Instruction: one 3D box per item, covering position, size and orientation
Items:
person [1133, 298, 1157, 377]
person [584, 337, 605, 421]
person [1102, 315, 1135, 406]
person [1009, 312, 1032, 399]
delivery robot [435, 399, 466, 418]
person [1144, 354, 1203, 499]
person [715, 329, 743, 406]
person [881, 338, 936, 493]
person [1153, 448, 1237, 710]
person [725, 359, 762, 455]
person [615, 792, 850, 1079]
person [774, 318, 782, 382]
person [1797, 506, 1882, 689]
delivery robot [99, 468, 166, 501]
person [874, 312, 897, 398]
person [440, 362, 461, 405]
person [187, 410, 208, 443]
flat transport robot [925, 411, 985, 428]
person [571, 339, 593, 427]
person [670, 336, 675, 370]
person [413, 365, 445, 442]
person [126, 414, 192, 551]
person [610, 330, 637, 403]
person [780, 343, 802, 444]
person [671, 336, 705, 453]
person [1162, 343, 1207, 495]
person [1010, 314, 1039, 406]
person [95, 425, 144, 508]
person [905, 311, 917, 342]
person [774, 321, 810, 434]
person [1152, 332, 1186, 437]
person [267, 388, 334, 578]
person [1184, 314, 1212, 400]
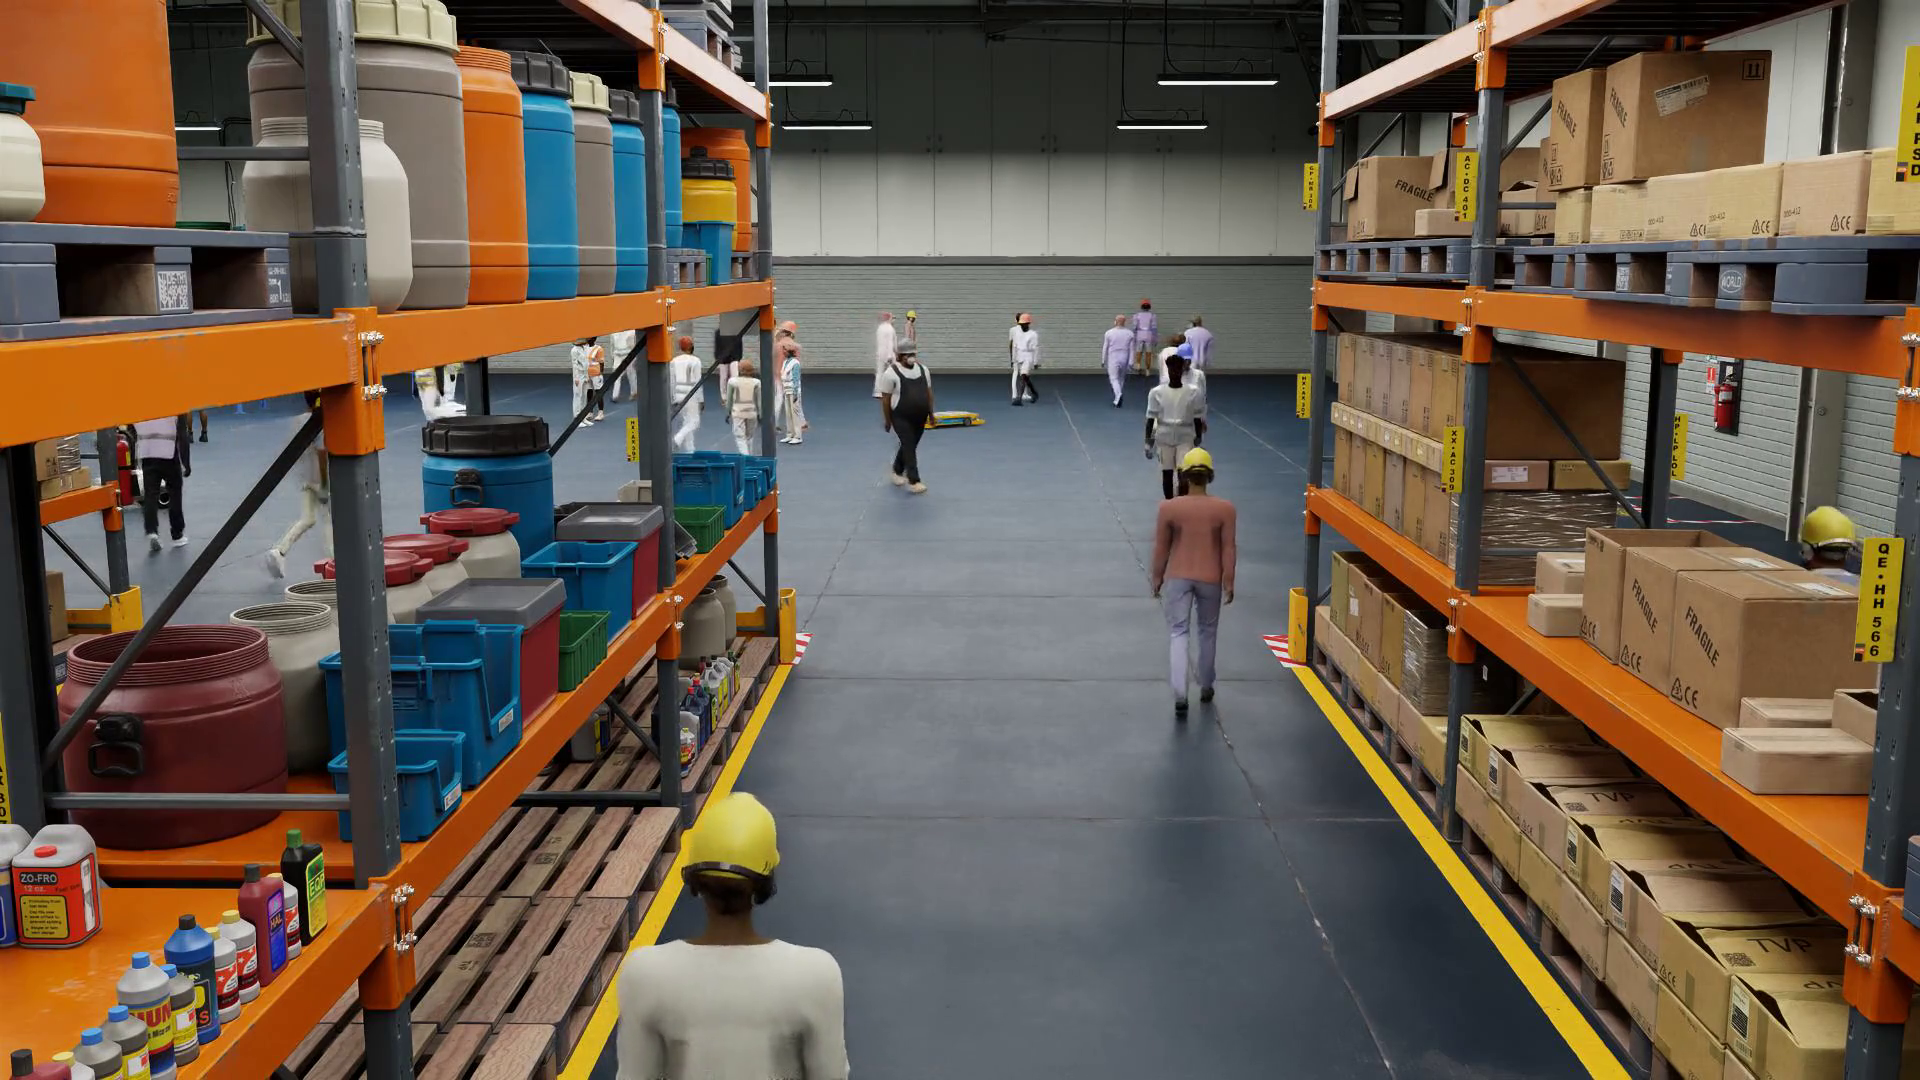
[{"bbox_3d":[4.777,-5.208,42.884,0.612,2.030,0.678,3,10,16],"label":"person"},{"bbox_3d":[-6.894,-3.090,31.185,0.542,1.695,0.316,5,11,29],"label":"person"},{"bbox_3d":[3.277,-3.696,34.274,0.636,1.884,0.849,-2,10,-13],"label":"person"},{"bbox_3d":[1.316,-4.001,36.121,0.515,1.872,0.328,5,11,29],"label":"person"},{"bbox_3d":[-9.023,-2.268,29.522,0.707,0.478,0.477,-6,11,-32],"label":"delivery robot"},{"bbox_3d":[2.371,-1.089,18.494,0.640,1.918,0.959,2,10,9],"label":"person"},{"bbox_3d":[-4.744,-3.700,34.130,0.607,1.948,1.044,-3,10,-17],"label":"person"},{"bbox_3d":[-0.706,-1.670,21.775,0.678,2.000,1.033,-7,12,-37],"label":"person"},{"bbox_3d":[1.554,0.256,11.015,0.539,1.742,0.735,2,10,10],"label":"person"},{"bbox_3d":[-3.002,-1.725,23.261,0.517,1.612,0.732,-4,10,-24],"label":"person"},{"bbox_3d":[-0.515,1.443,3.830,0.531,1.769,0.318,0,9,-3],"label":"person"},{"bbox_3d":[-4.662,-4.696,41.050,0.525,1.621,0.552,1,10,5],"label":"person"},{"bbox_3d":[4.075,0.740,7.927,0.592,1.809,0.829,-1,9,-3],"label":"person"},{"bbox_3d":[-9.912,-0.671,19.953,0.477,0.478,0.707,8,12,38],"label":"delivery robot"},{"bbox_3d":[-1.474,-4.034,36.315,0.927,1.864,0.670,-4,10,-25],"label":"person"},{"bbox_3d":[-9.464,-3.095,30.801,0.429,1.837,0.621,-6,11,-32],"label":"person"},{"bbox_3d":[-12.664,-2.577,27.376,0.347,1.943,0.545,8,13,42],"label":"person"},{"bbox_3d":[-0.311,-2.199,30.236,1.431,0.197,0.652,-7,12,-35],"label":"flat transport robot"},{"bbox_3d":[-6.836,-2.928,30.072,0.295,1.743,0.493,2,10,12],"label":"person"},{"bbox_3d":[-6.205,-3.677,34.275,0.657,1.842,0.991,3,10,18],"label":"person"},{"bbox_3d":[-8.748,-2.508,27.299,0.658,1.828,0.480,7,12,37],"label":"person"},{"bbox_3d":[-8.252,-0.845,17.140,0.603,1.901,0.754,-2,10,-12],"label":"person"},{"bbox_3d":[-7.138,-3.874,35.341,0.621,1.890,1.015,1,10,8],"label":"person"},{"bbox_3d":[-2.756,-2.396,27.202,0.312,1.637,0.516,-5,11,-28],"label":"person"},{"bbox_3d":[-4.103,-2.104,24.768,0.582,1.867,0.690,7,12,38],"label":"person"},{"bbox_3d":[2.846,-1.541,21.194,0.635,1.931,0.477,-4,10,-21],"label":"person"},{"bbox_3d":[1.402,-3.775,34.709,0.541,1.905,0.981,8,13,41],"label":"person"},{"bbox_3d":[-10.090,-1.289,20.127,0.914,1.781,0.617,4,10,21],"label":"person"},{"bbox_3d":[-1.224,-4.776,41.080,0.329,1.765,0.526,2,10,11],"label":"person"},{"bbox_3d":[-2.986,-2.818,28.844,0.622,1.944,1.053,5,11,27],"label":"person"},{"bbox_3d":[3.459,-2.449,26.950,0.571,1.831,0.630,-8,12,-40],"label":"person"},{"bbox_3d":[-6.090,-0.551,15.573,0.527,1.839,0.795,7,12,36],"label":"person"},{"bbox_3d":[4.732,-3.527,33.123,0.674,1.918,0.604,-4,10,-21],"label":"person"}]
